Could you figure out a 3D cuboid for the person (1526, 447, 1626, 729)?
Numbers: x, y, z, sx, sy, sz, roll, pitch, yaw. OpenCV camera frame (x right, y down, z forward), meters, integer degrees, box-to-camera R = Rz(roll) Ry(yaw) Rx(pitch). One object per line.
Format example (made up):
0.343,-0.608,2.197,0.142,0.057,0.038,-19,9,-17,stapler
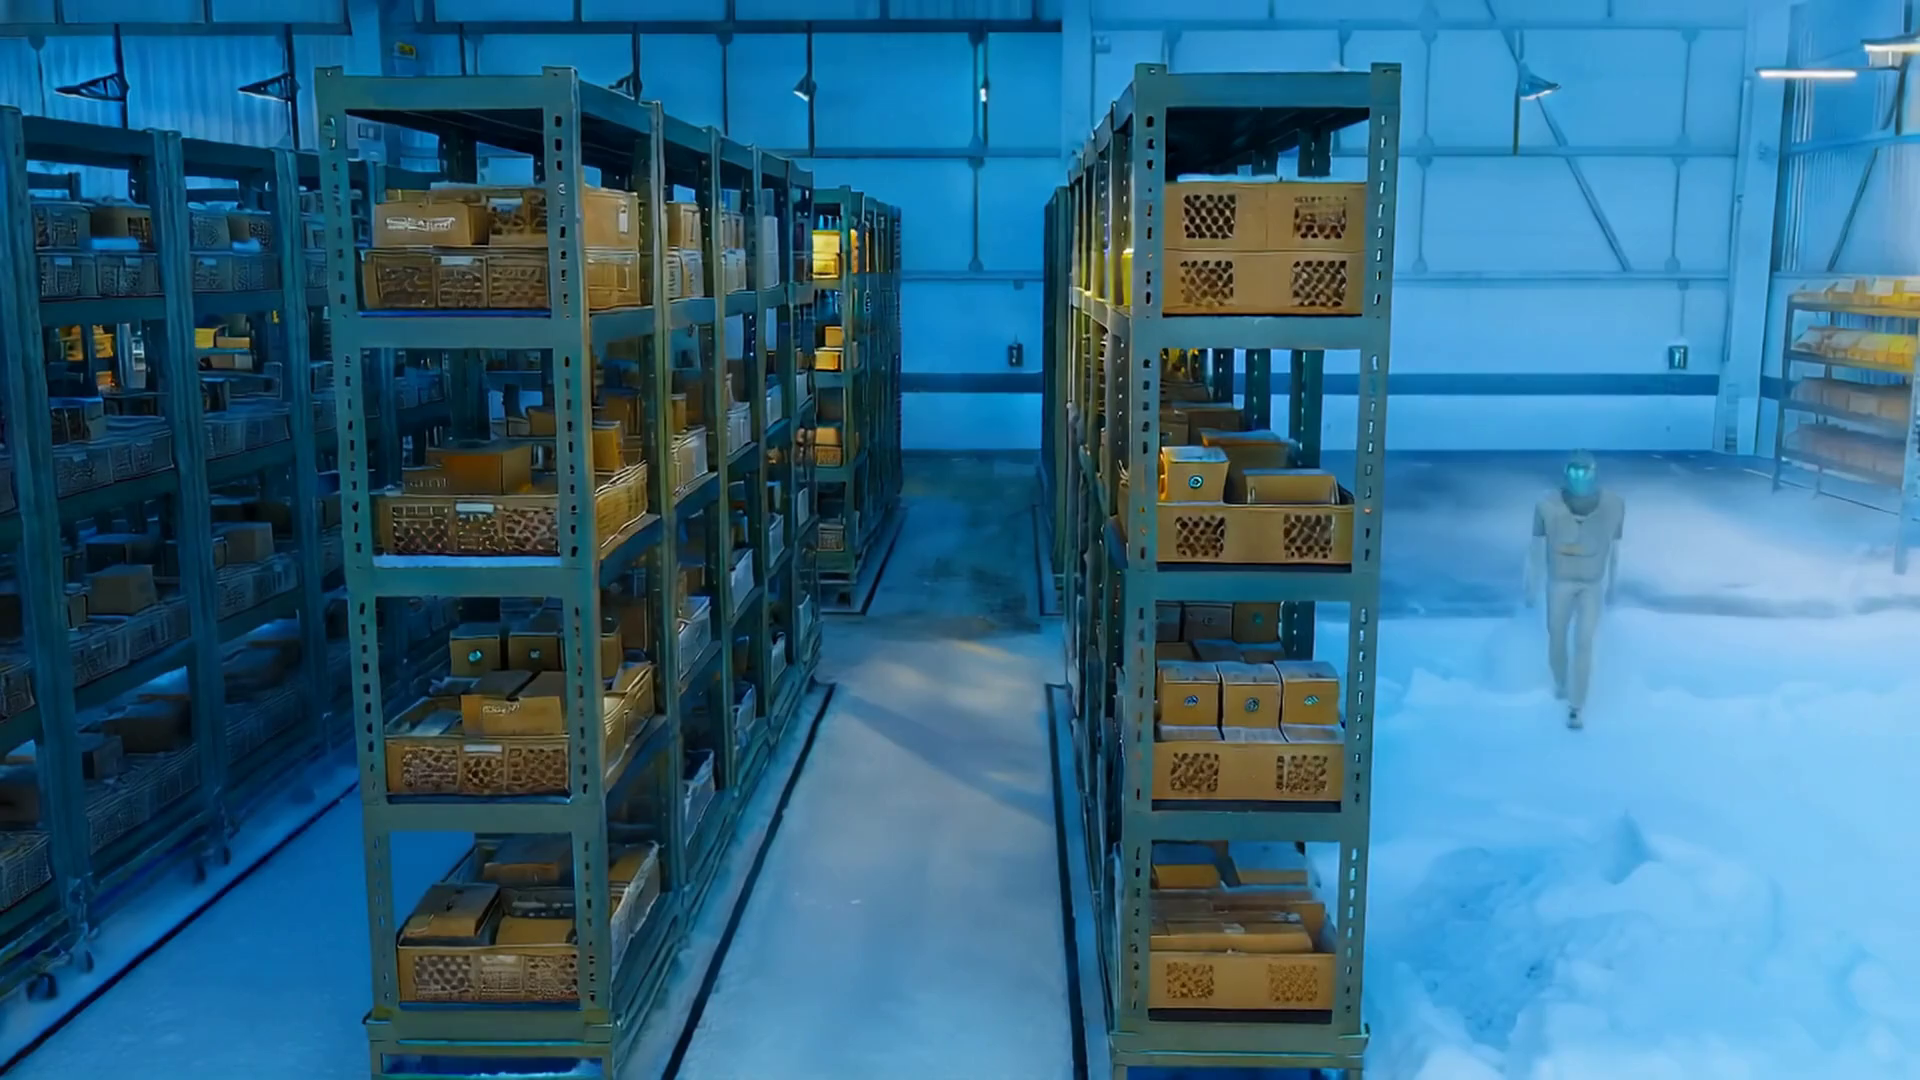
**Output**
4.061,0.269,11.005,0.576,1.812,0.890,4,10,20,person
